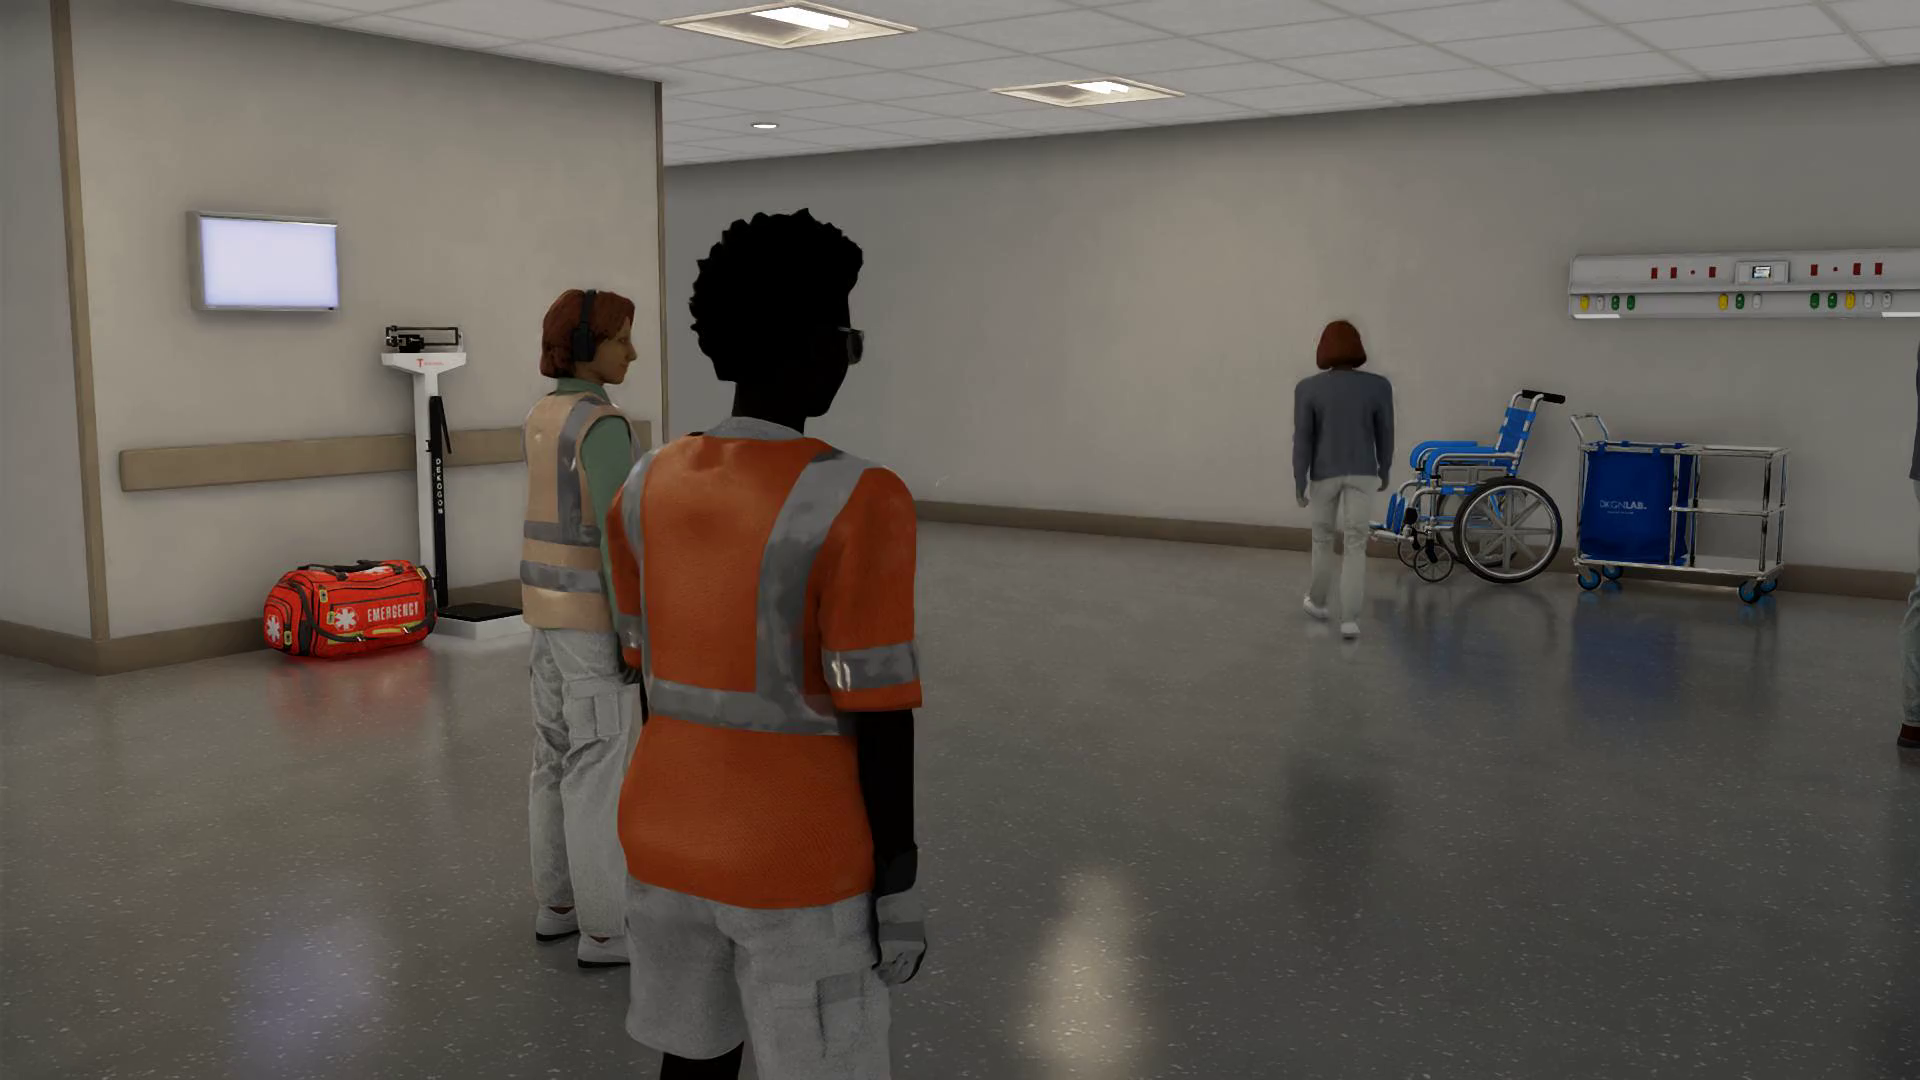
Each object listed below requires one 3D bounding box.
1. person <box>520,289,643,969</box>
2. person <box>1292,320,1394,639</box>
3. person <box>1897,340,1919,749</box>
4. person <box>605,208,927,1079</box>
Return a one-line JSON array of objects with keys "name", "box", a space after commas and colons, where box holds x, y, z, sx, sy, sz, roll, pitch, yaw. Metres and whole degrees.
[{"name": "person", "box": [-0.912, 0.211, 4.071, 0.314, 1.636, 0.515, -5, 8, -33]}, {"name": "person", "box": [1.954, -0.316, 8.513, 0.501, 1.595, 0.801, 2, 7, 13]}, {"name": "person", "box": [3.580, -0.166, 5.895, 0.373, 1.940, 0.628, 2, 7, 12]}, {"name": "person", "box": [-0.260, 0.419, 2.190, 0.536, 1.687, 0.324, 6, 9, 40]}]
